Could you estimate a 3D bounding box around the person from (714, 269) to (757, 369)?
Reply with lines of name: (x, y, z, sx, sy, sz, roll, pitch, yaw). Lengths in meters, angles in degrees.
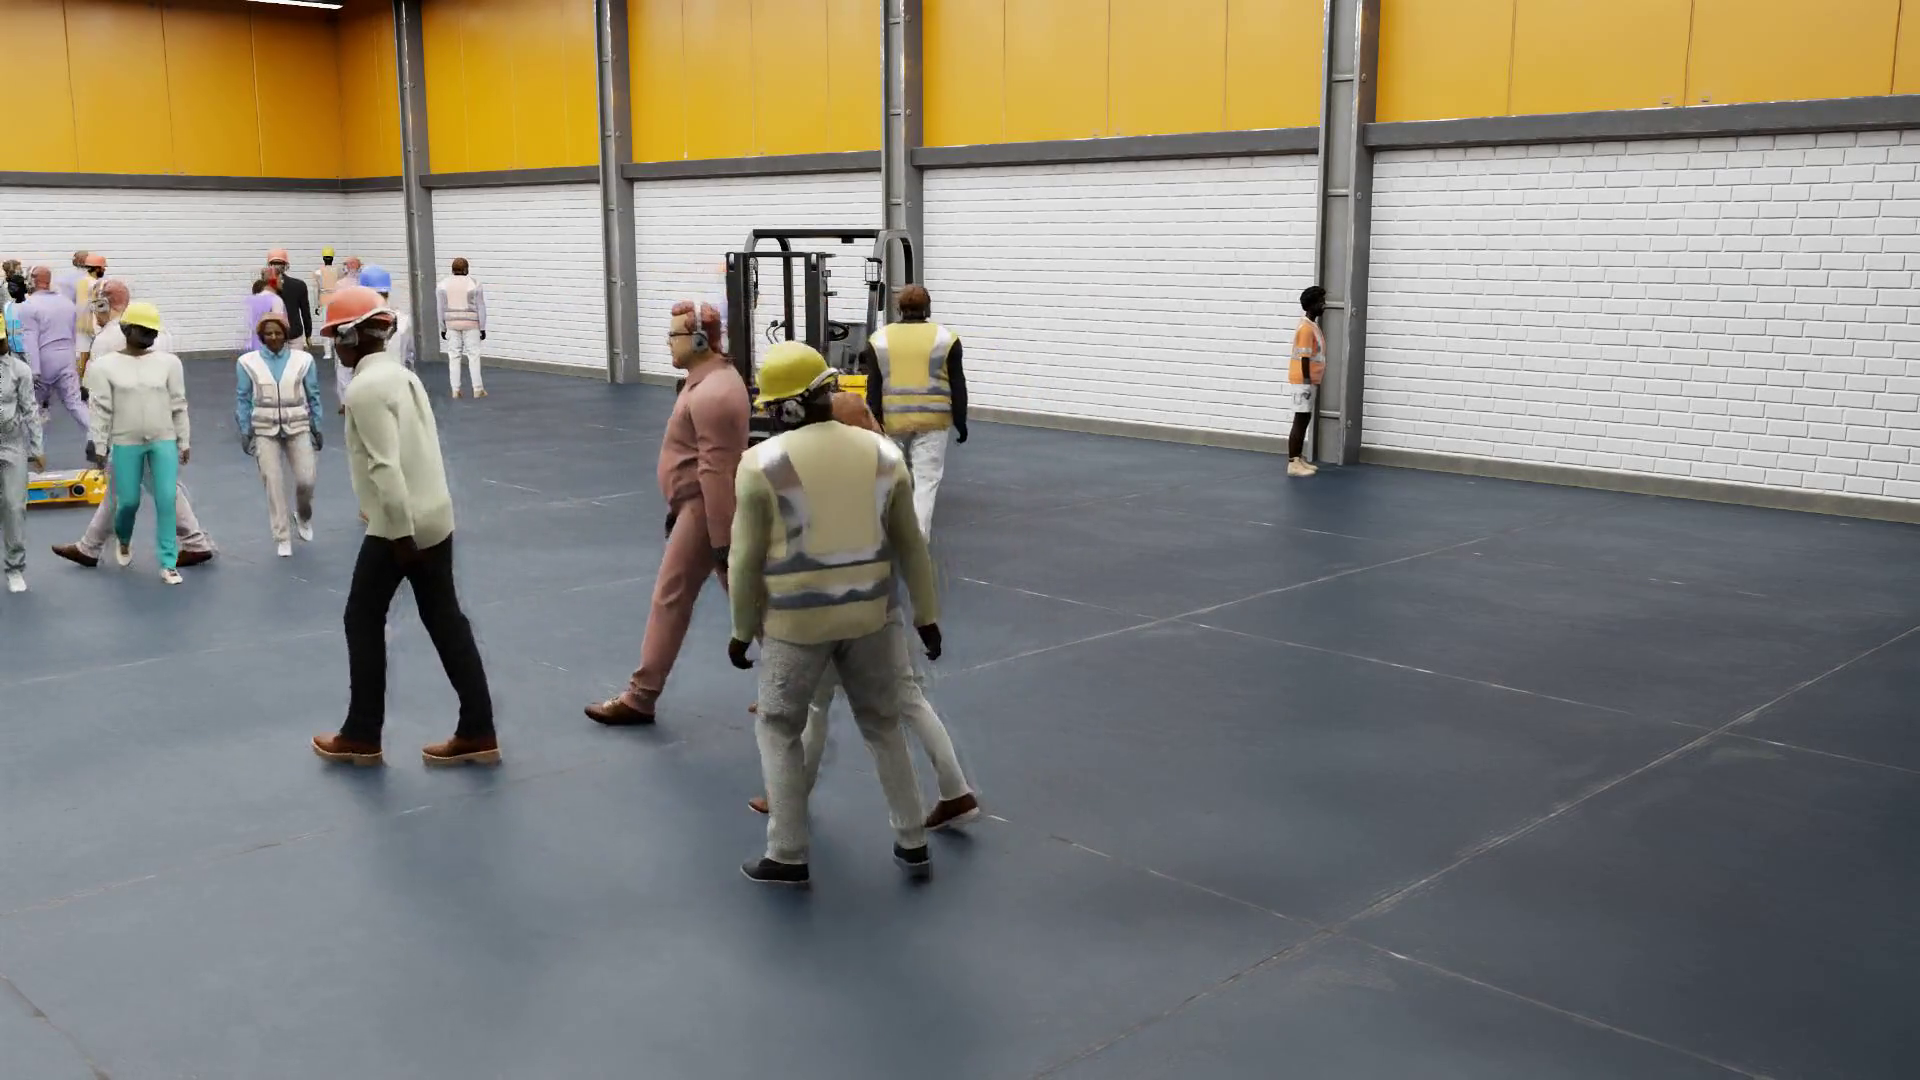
person: (-2.247, -1.808, 16.352, 0.870, 1.913, 0.550, 6, 12, 28)

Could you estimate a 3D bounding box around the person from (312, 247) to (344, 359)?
person: (-10.841, -4.077, 28.685, 0.586, 1.928, 0.364, -5, 12, -26)

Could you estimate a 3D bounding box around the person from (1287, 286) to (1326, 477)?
person: (3.083, -1.409, 14.797, 0.319, 1.689, 0.535, 3, 11, 16)

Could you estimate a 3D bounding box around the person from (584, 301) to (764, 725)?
person: (-1.113, -0.111, 7.258, 0.998, 1.858, 0.637, 0, 10, 1)

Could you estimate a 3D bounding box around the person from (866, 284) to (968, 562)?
person: (-0.256, -0.764, 10.936, 0.633, 1.815, 0.788, 2, 11, 11)

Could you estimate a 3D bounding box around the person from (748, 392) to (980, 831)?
person: (-0.331, 0.263, 5.956, 0.882, 1.587, 0.487, 6, 12, 28)

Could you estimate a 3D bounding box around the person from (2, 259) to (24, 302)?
person: (-13.144, -2.985, 23.096, 0.980, 1.803, 0.531, -5, 11, -24)

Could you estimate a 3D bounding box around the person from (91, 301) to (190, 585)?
person: (-5.060, -0.607, 10.296, 0.550, 1.734, 0.662, -7, 13, -34)

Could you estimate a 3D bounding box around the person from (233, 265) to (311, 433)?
person: (-7.331, -1.990, 17.612, 0.795, 1.822, 0.573, -10, 14, -42)

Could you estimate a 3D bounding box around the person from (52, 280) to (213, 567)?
person: (-5.337, -0.723, 10.626, 1.017, 1.846, 0.663, -1, 10, -5)

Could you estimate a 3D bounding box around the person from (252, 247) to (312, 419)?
person: (-7.783, -2.358, 19.135, 0.622, 1.990, 0.402, -5, 12, -27)

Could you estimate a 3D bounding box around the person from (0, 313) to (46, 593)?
person: (-5.734, -0.524, 9.877, 0.505, 1.713, 0.391, -7, 12, -32)

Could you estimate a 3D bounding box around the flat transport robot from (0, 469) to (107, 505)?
flat transport robot: (-7.435, -0.401, 13.159, 1.431, 0.197, 0.652, -4, 11, -22)

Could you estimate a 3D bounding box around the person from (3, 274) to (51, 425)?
person: (-10.535, -2.139, 18.744, 0.540, 1.695, 0.317, 3, 11, 16)

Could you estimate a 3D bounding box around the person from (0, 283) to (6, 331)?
person: (-11.554, -2.421, 19.676, 0.646, 1.918, 0.447, -1, 10, -4)

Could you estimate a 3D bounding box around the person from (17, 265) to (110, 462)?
person: (-8.520, -1.649, 15.644, 0.983, 1.864, 0.662, 3, 11, 16)

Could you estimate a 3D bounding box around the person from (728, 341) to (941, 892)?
person: (-0.437, 0.253, 5.434, 0.649, 1.798, 0.489, -6, 12, -31)

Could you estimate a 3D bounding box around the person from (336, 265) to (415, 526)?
person: (-4.160, -1.009, 11.988, 0.632, 1.905, 0.900, -9, 13, -39)

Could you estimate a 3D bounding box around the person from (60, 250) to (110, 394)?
person: (-11.703, -2.919, 22.341, 0.353, 1.937, 0.635, 9, 14, 41)

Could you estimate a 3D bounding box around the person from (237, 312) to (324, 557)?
person: (-4.555, -0.714, 11.170, 0.529, 1.623, 0.449, -4, 11, -22)

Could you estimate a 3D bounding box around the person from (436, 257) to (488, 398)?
person: (-6.542, -2.788, 21.895, 0.624, 1.844, 0.430, 0, 10, 0)

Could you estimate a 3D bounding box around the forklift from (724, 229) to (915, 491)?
forklift: (-1.050, -1.319, 12.920, 1.214, 2.155, 2.313, 2, 11, 13)

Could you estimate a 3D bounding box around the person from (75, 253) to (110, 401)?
person: (-11.184, -2.772, 21.662, 0.562, 1.894, 0.929, 6, 12, 30)

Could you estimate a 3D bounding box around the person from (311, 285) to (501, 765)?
person: (-2.278, -0.043, 6.686, 0.896, 1.923, 0.632, 1, 10, 6)

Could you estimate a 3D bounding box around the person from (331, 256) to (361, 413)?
person: (-7.222, -2.441, 19.887, 0.453, 1.881, 0.676, 9, 14, 41)
